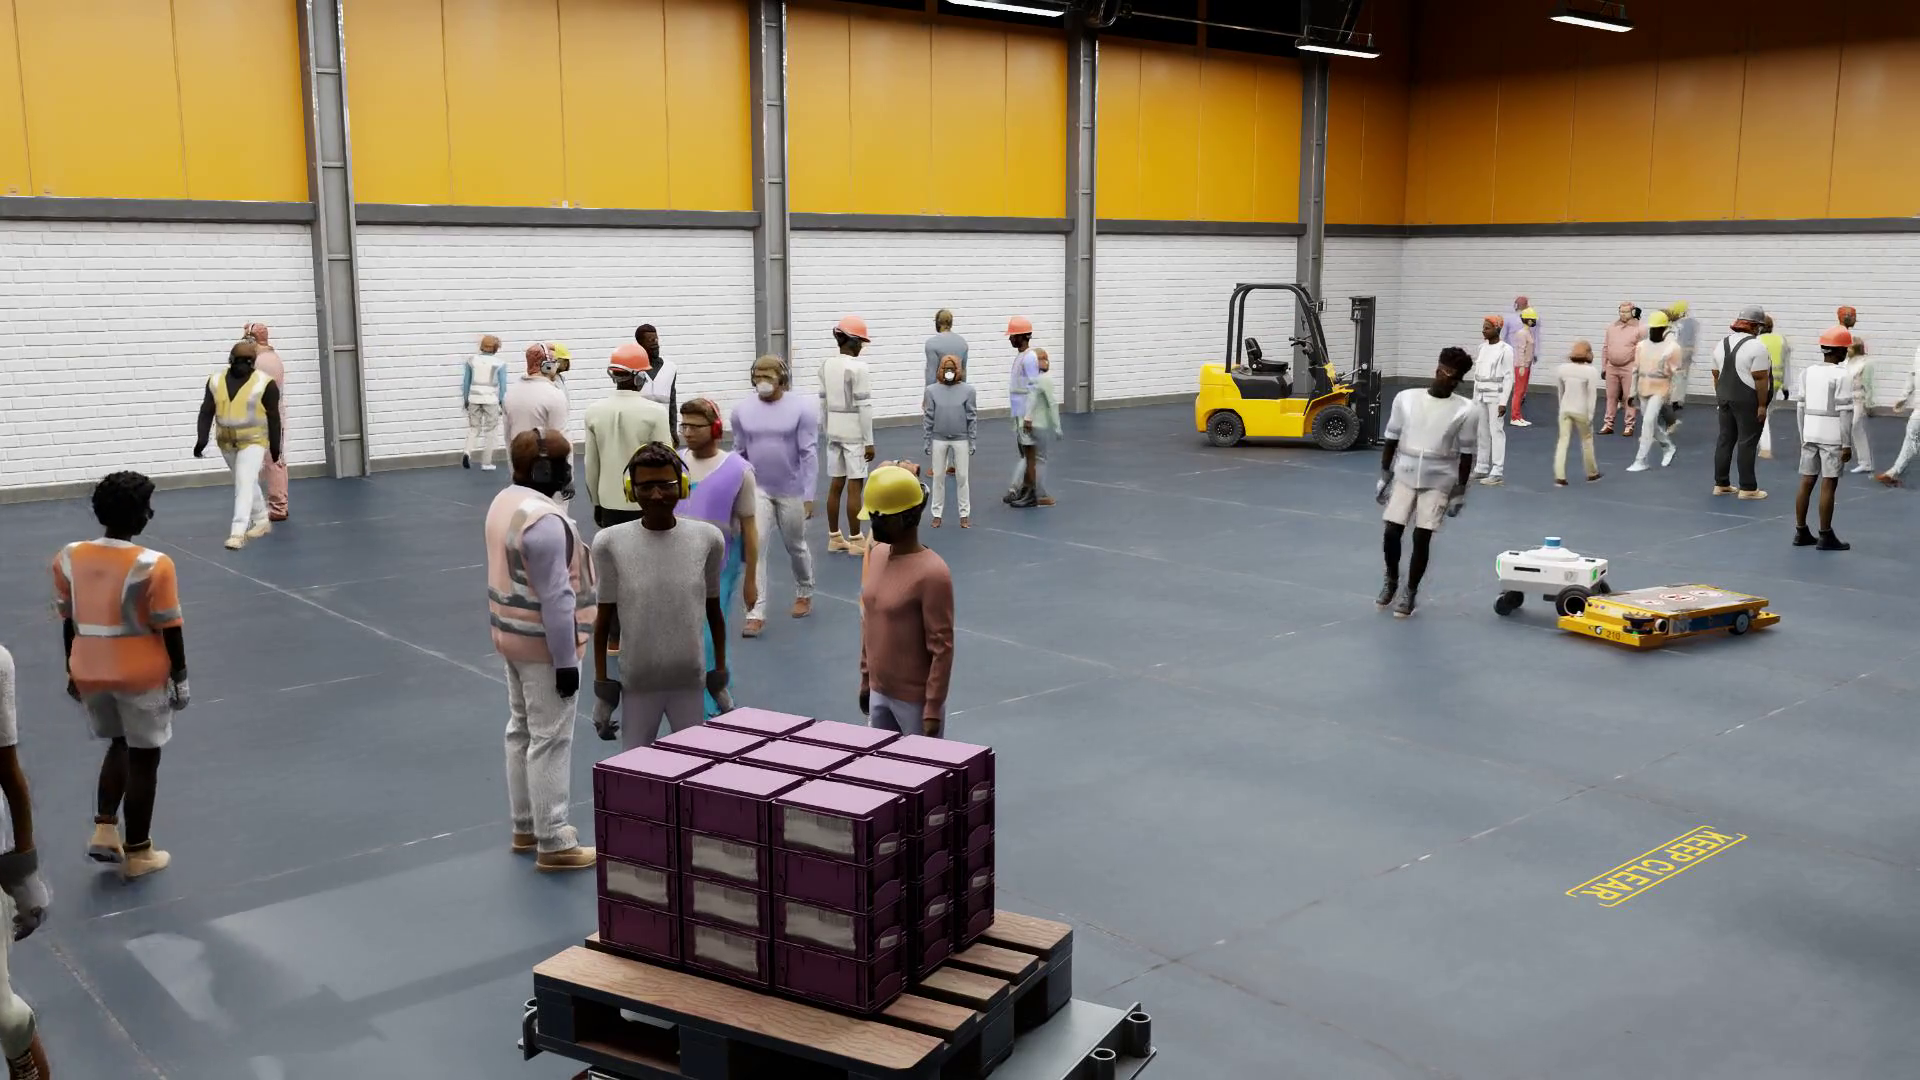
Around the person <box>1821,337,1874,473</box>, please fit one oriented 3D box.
[{"bbox_3d":[10.314,-1.554,19.331,0.842,1.589,0.506,-1,10,-3],"label":"person"}]

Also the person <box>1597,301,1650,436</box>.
[{"bbox_3d":[9.358,-2.420,23.501,0.411,1.908,0.643,-9,13,-43],"label":"person"}]

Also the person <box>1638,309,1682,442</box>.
[{"bbox_3d":[9.566,-2.232,22.635,0.539,1.826,0.530,0,10,-2],"label":"person"}]

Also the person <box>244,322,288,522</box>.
[{"bbox_3d":[-6.668,-1.123,15.923,0.401,1.905,0.642,-2,10,-12],"label":"person"}]

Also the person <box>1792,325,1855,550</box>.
[{"bbox_3d":[7.502,-0.881,14.397,0.361,1.940,0.543,-3,10,-18],"label":"person"}]

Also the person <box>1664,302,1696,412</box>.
[{"bbox_3d":[11.728,-2.980,27.143,0.672,1.790,0.404,-5,11,-29],"label":"person"}]

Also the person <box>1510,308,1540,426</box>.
[{"bbox_3d":[8.461,-2.584,24.870,0.328,1.767,0.532,5,11,29],"label":"person"}]

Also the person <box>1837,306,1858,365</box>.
[{"bbox_3d":[11.575,-2.135,21.894,0.339,1.882,0.583,3,10,16],"label":"person"}]

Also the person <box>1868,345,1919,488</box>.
[{"bbox_3d":[10.539,-1.501,18.196,0.985,1.892,0.645,2,10,9],"label":"person"}]

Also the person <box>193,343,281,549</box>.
[{"bbox_3d":[-6.328,-0.846,14.681,0.629,1.786,0.927,1,10,8],"label":"person"}]

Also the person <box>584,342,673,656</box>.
[{"bbox_3d":[-2.062,-0.246,10.513,0.608,1.996,0.381,3,10,18],"label":"person"}]

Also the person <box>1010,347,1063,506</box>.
[{"bbox_3d":[0.768,-1.133,16.791,0.430,1.622,0.524,-9,13,-43],"label":"person"}]

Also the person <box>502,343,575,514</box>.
[{"bbox_3d":[-3.043,-0.491,12.211,0.652,1.906,0.402,7,12,37],"label":"person"}]

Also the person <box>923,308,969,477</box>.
[{"bbox_3d":[-0.166,-1.686,19.112,0.359,1.938,0.633,9,13,43],"label":"person"}]

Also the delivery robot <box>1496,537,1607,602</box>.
[{"bbox_3d":[4.156,0.223,11.706,0.707,0.478,0.477,6,12,32],"label":"delivery robot"}]

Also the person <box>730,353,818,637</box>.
[{"bbox_3d":[-1.249,-0.336,11.369,0.631,1.900,0.970,1,10,8],"label":"person"}]

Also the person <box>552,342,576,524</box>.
[{"bbox_3d":[-3.749,-0.976,15.532,0.325,1.740,0.492,0,10,-3],"label":"person"}]

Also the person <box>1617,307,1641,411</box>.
[{"bbox_3d":[11.039,-2.978,27.381,0.321,1.696,0.536,-8,12,-39],"label":"person"}]

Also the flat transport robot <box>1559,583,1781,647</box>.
[{"bbox_3d":[4.806,0.490,11.242,1.431,0.197,0.652,-5,11,-29],"label":"flat transport robot"}]

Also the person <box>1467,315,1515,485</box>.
[{"bbox_3d":[5.900,-1.557,18.516,0.352,1.883,0.580,-3,10,-19],"label":"person"}]

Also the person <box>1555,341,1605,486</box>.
[{"bbox_3d":[6.870,-1.403,18.436,0.815,1.593,0.513,-9,13,-41],"label":"person"}]

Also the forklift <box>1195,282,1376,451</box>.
[{"bbox_3d":[4.328,-2.346,22.227,2.313,2.155,1.214,3,10,16],"label":"forklift"}]

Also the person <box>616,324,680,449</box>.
[{"bbox_3d":[-2.851,-1.011,15.208,0.592,1.922,0.392,-7,12,-34],"label":"person"}]

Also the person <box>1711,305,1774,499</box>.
[{"bbox_3d":[8.266,-1.461,17.493,0.536,2.000,0.676,-3,10,-19],"label":"person"}]

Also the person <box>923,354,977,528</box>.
[{"bbox_3d":[-0.090,-0.917,15.524,0.502,1.627,0.277,1,10,3],"label":"person"}]

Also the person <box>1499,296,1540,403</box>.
[{"bbox_3d":[9.471,-3.191,28.150,0.653,1.871,0.948,0,10,-3],"label":"person"}]

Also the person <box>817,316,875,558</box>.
[{"bbox_3d":[-0.926,-0.870,14.058,0.393,2.034,0.605,-9,13,-42],"label":"person"}]

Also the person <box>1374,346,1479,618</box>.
[{"bbox_3d":[3.246,-0.399,11.639,0.677,1.919,0.394,6,11,30],"label":"person"}]

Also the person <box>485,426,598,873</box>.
[{"bbox_3d":[-1.717,0.447,6.907,0.429,1.840,0.631,-6,12,-32],"label":"person"}]

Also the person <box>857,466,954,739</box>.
[{"bbox_3d":[-0.229,0.590,6.315,0.327,1.760,0.523,-7,12,-35],"label":"person"}]

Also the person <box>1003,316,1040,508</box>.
[{"bbox_3d":[0.631,-1.292,16.816,0.376,1.934,0.546,-1,10,-8],"label":"person"}]

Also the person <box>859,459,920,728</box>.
[{"bbox_3d":[-0.295,0.455,7.450,0.308,1.639,0.524,-1,10,-3],"label":"person"}]

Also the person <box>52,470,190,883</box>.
[{"bbox_3d":[-3.369,0.552,6.746,0.548,1.677,0.375,2,10,11],"label":"person"}]

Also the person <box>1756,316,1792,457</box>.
[{"bbox_3d":[10.186,-1.953,21.154,0.634,1.784,0.987,0,10,-3],"label":"person"}]

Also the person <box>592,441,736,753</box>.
[{"bbox_3d":[-1.105,0.554,6.198,0.530,1.869,0.311,-3,10,-18],"label":"person"}]

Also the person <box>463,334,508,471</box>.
[{"bbox_3d":[-5.598,-1.602,19.557,0.546,1.614,0.514,2,10,10],"label":"person"}]

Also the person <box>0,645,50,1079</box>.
[{"bbox_3d":[-2.709,0.865,4.441,0.525,1.847,0.671,-3,10,-15],"label":"person"}]

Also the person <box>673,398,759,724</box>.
[{"bbox_3d":[-1.357,0.178,8.578,0.579,1.829,0.661,6,11,30],"label":"person"}]

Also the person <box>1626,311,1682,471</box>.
[{"bbox_3d":[8.295,-1.775,19.780,0.921,1.901,0.593,-5,11,-28],"label":"person"}]
